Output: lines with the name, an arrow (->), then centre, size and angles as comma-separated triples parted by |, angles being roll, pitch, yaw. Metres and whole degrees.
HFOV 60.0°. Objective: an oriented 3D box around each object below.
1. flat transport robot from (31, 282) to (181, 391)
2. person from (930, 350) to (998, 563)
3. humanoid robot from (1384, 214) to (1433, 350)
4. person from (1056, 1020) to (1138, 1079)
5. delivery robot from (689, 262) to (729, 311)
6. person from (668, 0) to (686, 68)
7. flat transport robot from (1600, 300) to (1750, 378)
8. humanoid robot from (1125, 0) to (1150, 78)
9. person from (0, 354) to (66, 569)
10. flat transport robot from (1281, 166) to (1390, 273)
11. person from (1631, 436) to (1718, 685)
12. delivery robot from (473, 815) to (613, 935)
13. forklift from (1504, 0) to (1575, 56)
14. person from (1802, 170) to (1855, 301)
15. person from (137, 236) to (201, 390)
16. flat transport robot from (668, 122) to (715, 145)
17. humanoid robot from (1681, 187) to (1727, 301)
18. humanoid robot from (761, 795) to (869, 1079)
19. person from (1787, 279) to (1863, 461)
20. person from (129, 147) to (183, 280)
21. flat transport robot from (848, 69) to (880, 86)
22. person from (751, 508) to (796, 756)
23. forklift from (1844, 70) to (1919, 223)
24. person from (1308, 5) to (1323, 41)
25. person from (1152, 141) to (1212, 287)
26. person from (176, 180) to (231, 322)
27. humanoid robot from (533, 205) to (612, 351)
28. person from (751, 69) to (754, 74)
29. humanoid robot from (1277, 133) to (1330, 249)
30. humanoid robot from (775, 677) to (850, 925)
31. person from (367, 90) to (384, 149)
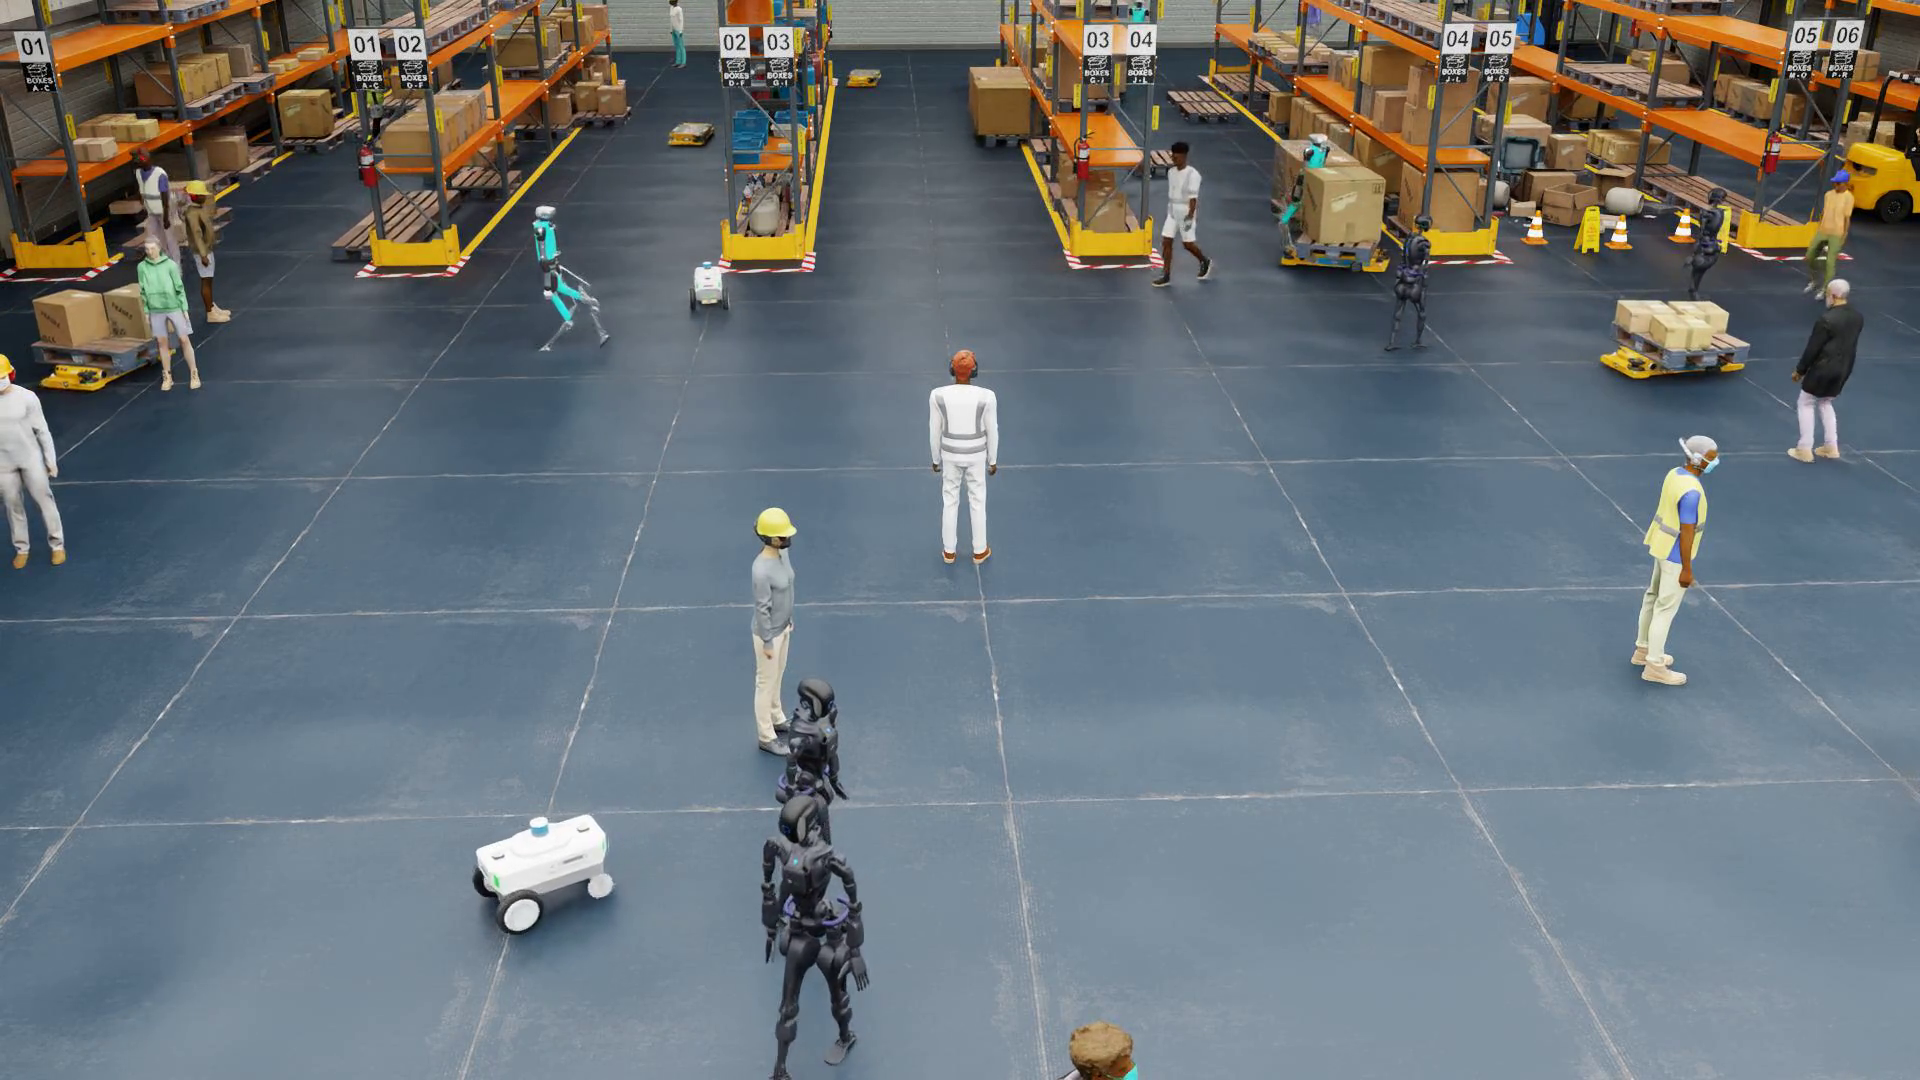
flat transport robot -> -9.730, -2.028, 19.029 | 0.659, 0.231, 1.431 | 6, 25, 12
person -> 0.036, -0.693, 14.048 | 0.573, 1.882, 0.356 | 2, 24, 5
humanoid robot -> 5.337, -3.040, 19.581 | 0.554, 1.644, 0.606 | -8, 25, -17
person -> 0.508, 2.662, 6.469 | 0.382, 1.917, 0.487 | 2, 24, 4
delivery robot -> -3.262, -3.295, 21.513 | 0.523, 0.585, 0.740 | -3, 24, -7
person -> -6.909, -12.413, 40.526 | 0.326, 1.765, 0.525 | -16, 29, -32
flat transport robot -> 8.216, -2.086, 19.159 | 1.431, 0.231, 0.659 | -5, 25, -12
humanoid robot -> 4.058, -11.662, 38.881 | 0.540, 1.783, 0.787 | 12, 27, 24
person -> -7.924, -0.670, 13.994 | 0.574, 1.888, 0.387 | -6, 25, -14
flat transport robot -> 5.298, -3.984, 23.425 | 1.431, 0.231, 0.659 | 8, 25, 17
person -> 5.224, 0.132, 12.183 | 0.398, 1.893, 0.532 | 3, 24, 7
delivery robot -> -2.466, 1.917, 9.810 | 0.791, 0.592, 0.499 | -15, 28, -30
forklift -> 14.700, -13.805, 42.301 | 1.873, 2.768, 1.129 | -1, 24, -2
person -> 11.285, -3.942, 21.563 | 0.384, 1.708, 0.456 | -15, 28, -30
person -> -8.721, -2.501, 18.296 | 0.470, 1.734, 0.324 | -4, 24, -9
flat transport robot -> -5.169, -7.813, 32.027 | 0.659, 0.231, 1.431 | 1, 24, 1
humanoid robot -> 9.299, -3.589, 20.847 | 0.602, 1.655, 0.549 | -20, 31, -38
humanoid robot -> -0.741, 2.012, 8.241 | 0.611, 1.640, 0.678 | 11, 26, 24
person -> 8.440, -1.630, 16.205 | 0.563, 1.837, 0.415 | -10, 26, -21
person -> -10.771, -4.376, 22.390 | 0.597, 1.821, 0.458 | 10, 26, 22
flat transport robot -> -2.221, -10.707, 38.531 | 0.659, 0.231, 1.431 | 1, 24, 1
person -> -1.236, 0.603, 11.286 | 0.334, 1.759, 0.524 | 5, 24, 11
forklift -> 15.132, -6.143, 25.915 | 2.313, 2.155, 1.214 | -1, 24, -2
person -> 8.905, -12.875, 41.534 | 0.461, 1.785, 0.639 | -2, 24, -5
person -> 3.003, -4.376, 22.260 | 0.850, 1.933, 0.602 | -18, 30, -34
person -> -9.439, -3.597, 20.725 | 0.413, 1.756, 0.542 | -7, 25, -16
humanoid robot -> -4.558, -3.044, 19.587 | 1.041, 1.794, 0.531 | -1, 24, -2
person -> -5.237, -12.027, 39.562 | 0.748, 1.837, 0.511 | 2, 24, 4
humanoid robot -> 4.810, -4.927, 23.819 | 0.813, 1.830, 0.541 | 22, 32, 40
humanoid robot -> -0.885, 1.463, 9.473 | 0.472, 1.632, 0.612 | 9, 26, 20
person -> -10.932, -8.203, 31.158 | 0.321, 1.689, 0.537 | -5, 25, -12
